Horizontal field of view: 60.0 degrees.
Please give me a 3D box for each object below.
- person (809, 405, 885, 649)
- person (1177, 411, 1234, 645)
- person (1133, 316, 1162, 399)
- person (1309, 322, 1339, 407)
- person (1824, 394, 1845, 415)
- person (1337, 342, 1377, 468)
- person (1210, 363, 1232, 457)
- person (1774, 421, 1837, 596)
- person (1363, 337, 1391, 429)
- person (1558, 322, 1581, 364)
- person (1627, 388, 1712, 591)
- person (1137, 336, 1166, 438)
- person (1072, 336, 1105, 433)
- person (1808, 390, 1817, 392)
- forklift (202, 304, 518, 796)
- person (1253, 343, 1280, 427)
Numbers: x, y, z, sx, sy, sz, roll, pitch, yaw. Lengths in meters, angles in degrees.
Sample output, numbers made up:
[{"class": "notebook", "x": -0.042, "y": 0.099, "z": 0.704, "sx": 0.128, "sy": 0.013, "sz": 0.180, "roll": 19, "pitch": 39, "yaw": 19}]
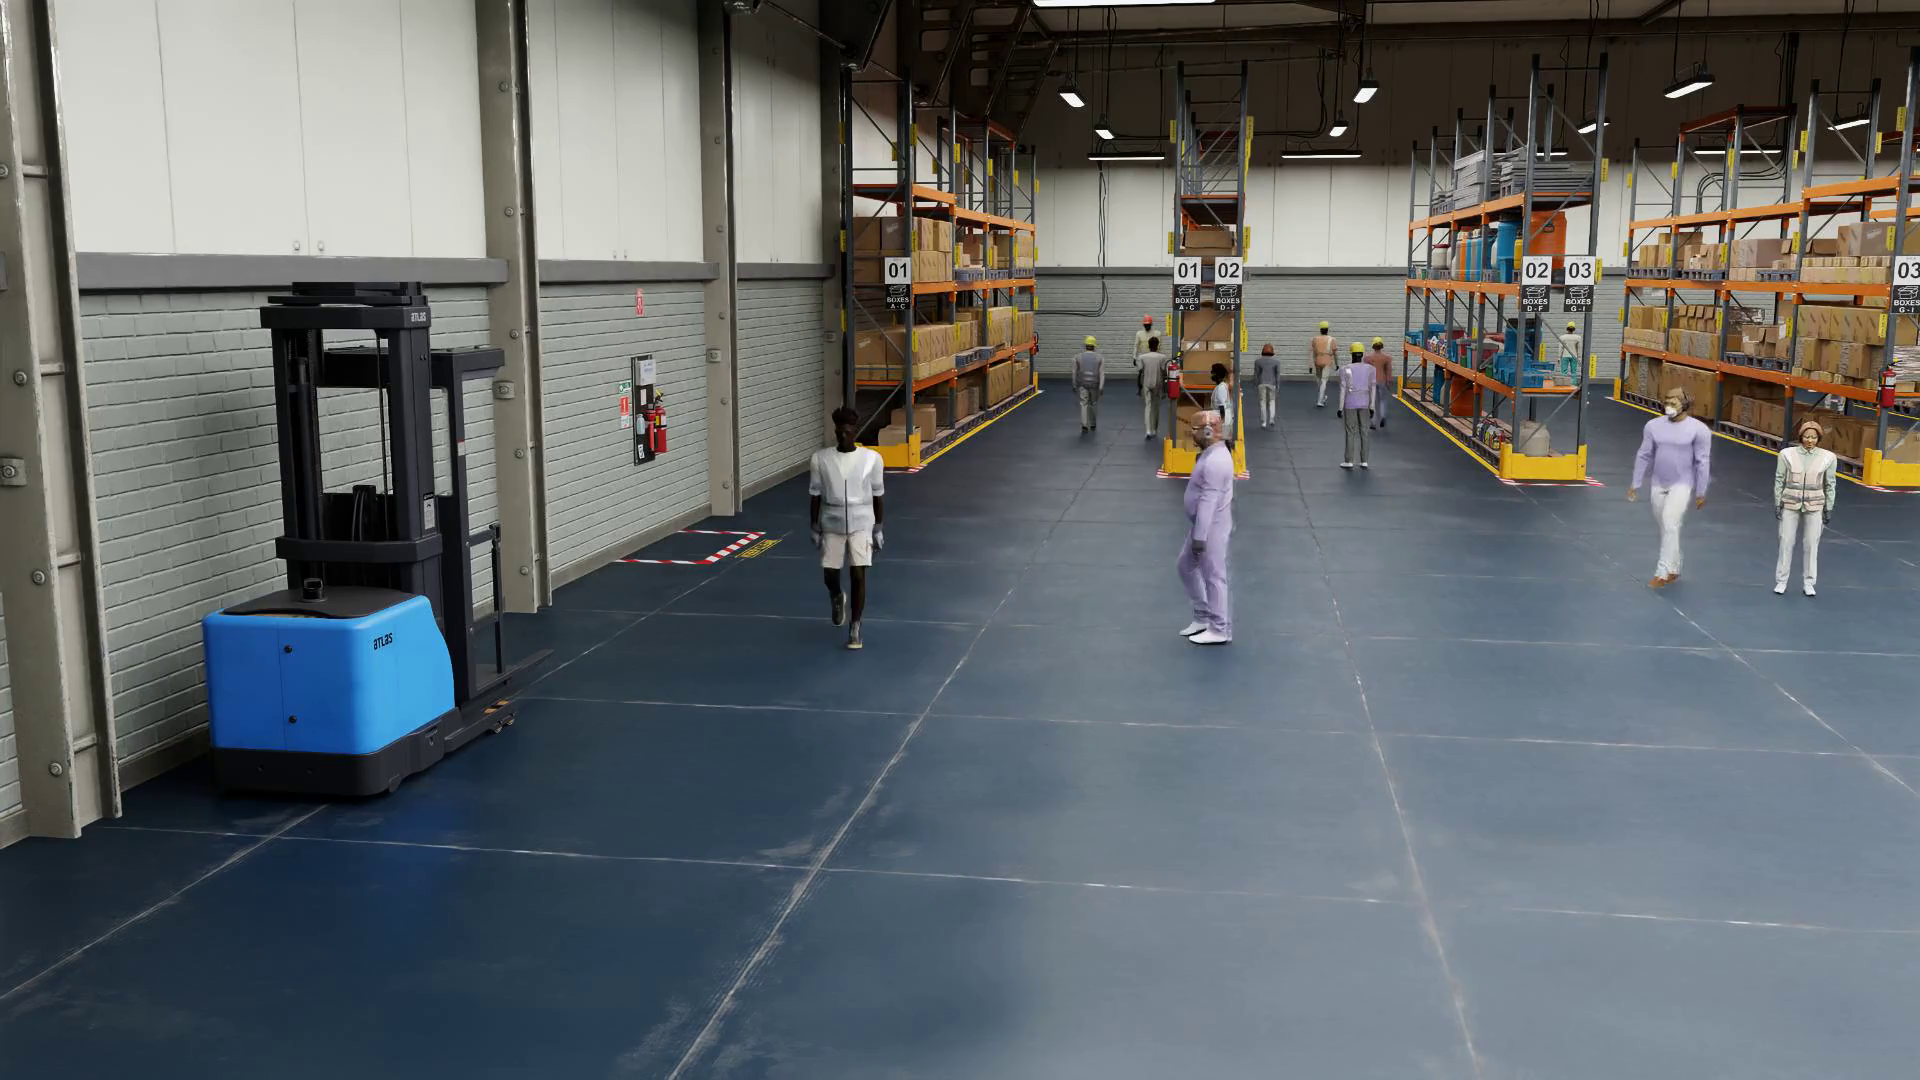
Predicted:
[{"class": "person", "x": -0.910, "y": -0.128, "z": 13.459, "sx": 0.608, "sy": 1.950, "sz": 0.661, "roll": 0, "pitch": 9, "yaw": -1}, {"class": "person", "x": 1.938, "y": -0.096, "z": 13.408, "sx": 0.540, "sy": 1.887, "sz": 0.679, "roll": 1, "pitch": 9, "yaw": 7}, {"class": "person", "x": 4.370, "y": -4.258, "z": 38.927, "sx": 0.664, "sy": 1.935, "sz": 1.011, "roll": 3, "pitch": 10, "yaw": 16}, {"class": "person", "x": 8.102, "y": -3.911, "z": 37.017, "sx": 0.587, "sy": 1.863, "sz": 1.030, "roll": 5, "pitch": 11, "yaw": 30}, {"class": "person", "x": 18.198, "y": -3.498, "z": 34.426, "sx": 0.575, "sy": 1.881, "sz": 0.356, "roll": 3, "pitch": 10, "yaw": 16}, {"class": "person", "x": 6.056, "y": -2.062, "z": 25.441, "sx": 0.594, "sy": 1.922, "sz": 0.386, "roll": -1, "pitch": 9, "yaw": -9}, {"class": "person", "x": 3.689, "y": -1.712, "z": 24.034, "sx": 0.629, "sy": 1.670, "sz": 0.551, "roll": 1, "pitch": 9, "yaw": 9}, {"class": "person", "x": 7.830, "y": -0.291, "z": 15.441, "sx": 0.503, "sy": 1.630, "sz": 0.323, "roll": 5, "pitch": 10, "yaw": 27}, {"class": "person", "x": 7.940, "y": -2.997, "z": 31.734, "sx": 0.525, "sy": 1.752, "sz": 0.455, "roll": 0, "pitch": 9, "yaw": 3}, {"class": "person", "x": 14.885, "y": -4.446, "z": 40.634, "sx": 0.533, "sy": 1.767, "sz": 0.325, "roll": 2, "pitch": 9, "yaw": 10}, {"class": "person", "x": 6.668, "y": -0.477, "z": 15.732, "sx": 0.900, "sy": 1.905, "sz": 0.649, "roll": -6, "pitch": 11, "yaw": -35}, {"class": "person", "x": 3.470, "y": -2.773, "z": 30.151, "sx": 0.536, "sy": 1.830, "sz": 0.959, "roll": 1, "pitch": 9, "yaw": 9}, {"class": "person", "x": 2.395, "y": -2.905, "z": 31.072, "sx": 0.604, "sy": 1.786, "sz": 0.933, "roll": 1, "pitch": 9, "yaw": 8}, {"class": "person", "x": 21.341, "y": -4.489, "z": 41.294, "sx": 0.497, "sy": 1.636, "sz": 0.286, "roll": -2, "pitch": 9, "yaw": -11}, {"class": "forklift", "x": -3.673, "y": -0.038, "z": 10.147, "sx": 1.129, "sy": 2.768, "sz": 1.873, "roll": 1, "pitch": 9, "yaw": 9}, {"class": "person", "x": 5.924, "y": -2.997, "z": 32.167, "sx": 0.502, "sy": 1.615, "sz": 0.559, "roll": 1, "pitch": 9, "yaw": 5}]
